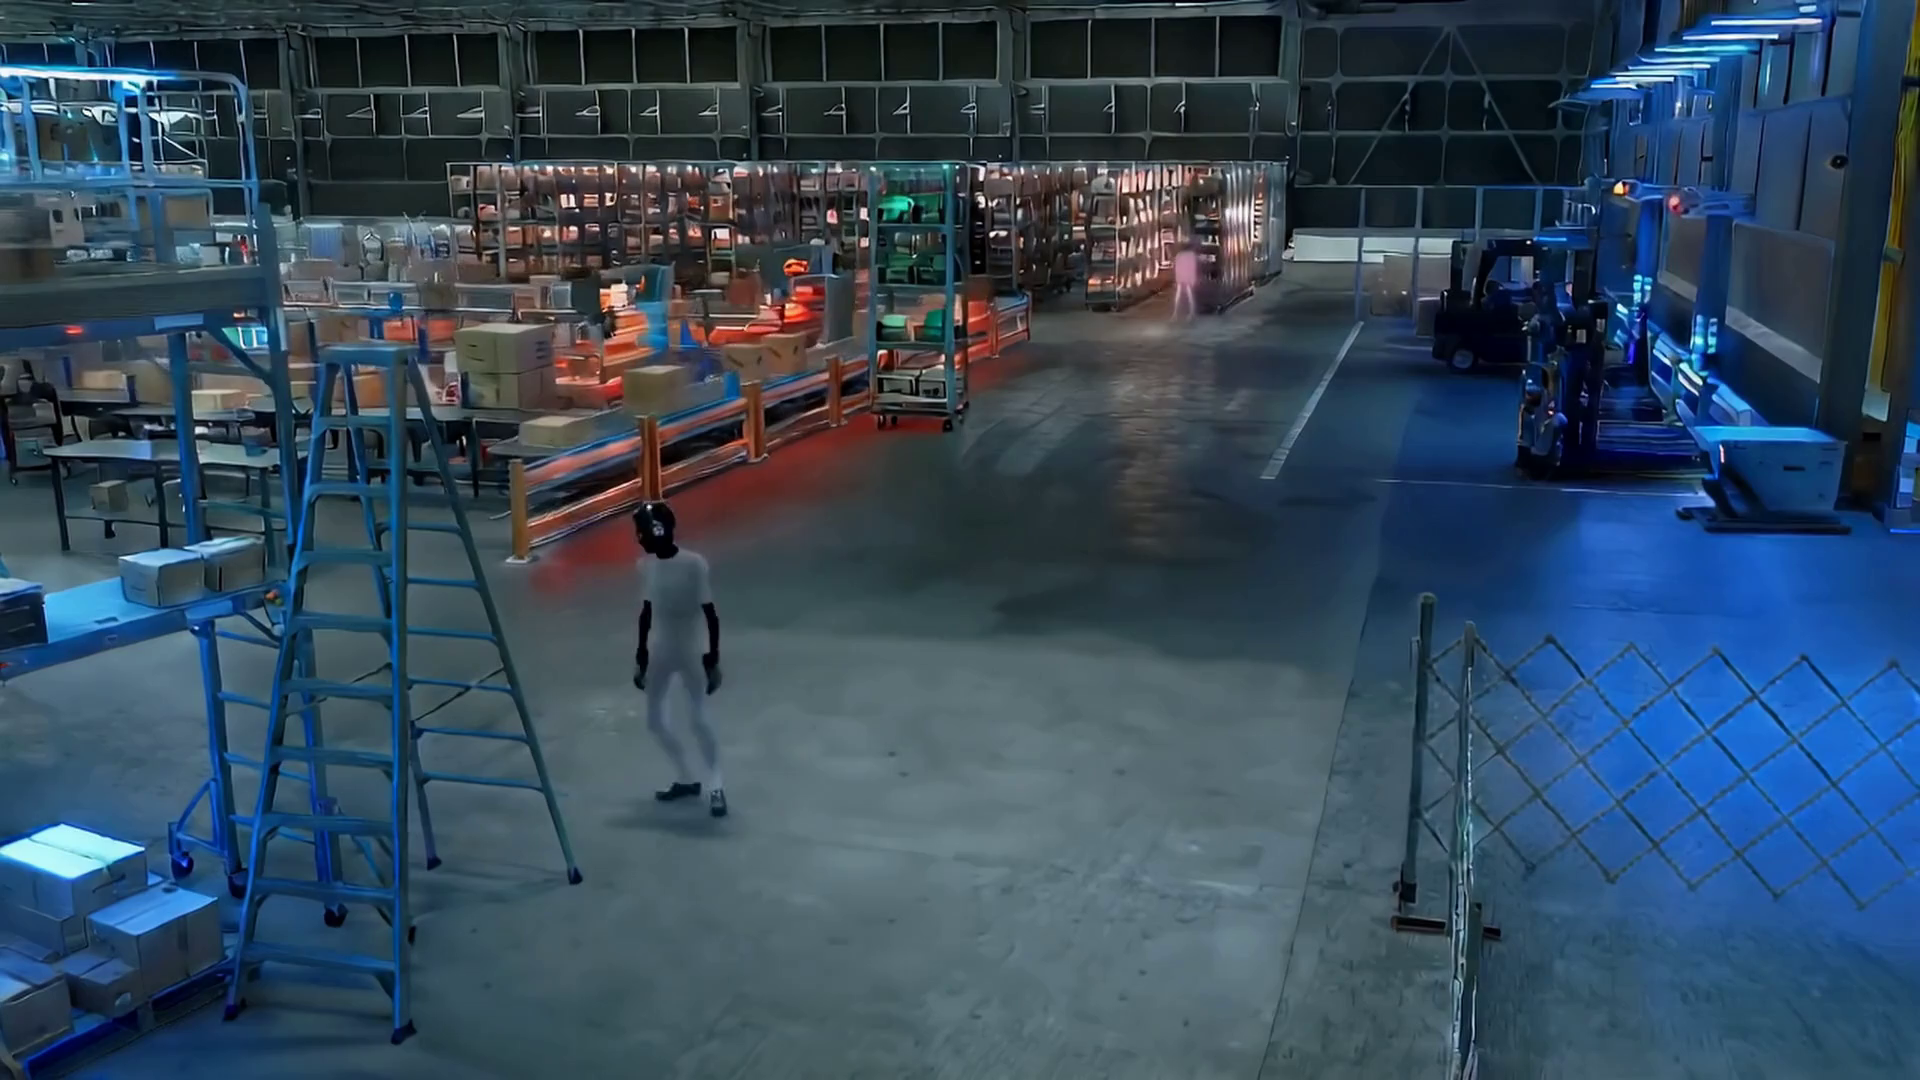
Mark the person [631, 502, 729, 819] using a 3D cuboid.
[{"bbox_3d":[-1.587,0.692,9.582,0.594,1.839,0.387,8,15,31],"label":"person"}]

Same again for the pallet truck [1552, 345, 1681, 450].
[{"bbox_3d":[8.641,-1.896,21.908,1.630,1.274,0.653,4,14,16],"label":"pallet truck"}]

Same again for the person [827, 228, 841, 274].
[{"bbox_3d":[-3.575,-7.839,46.454,0.596,1.817,0.641,3,13,15],"label":"person"}]

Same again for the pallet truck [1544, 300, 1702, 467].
[{"bbox_3d":[8.263,-1.952,20.631,1.885,1.965,0.823,5,14,20],"label":"pallet truck"}]

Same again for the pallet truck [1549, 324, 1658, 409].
[{"bbox_3d":[9.824,-2.669,25.407,1.601,1.201,0.680,4,14,16],"label":"pallet truck"}]

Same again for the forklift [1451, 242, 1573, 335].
[{"bbox_3d":[10.464,-4.597,31.405,2.680,1.987,1.157,4,14,16],"label":"forklift"}]

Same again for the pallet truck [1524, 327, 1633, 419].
[{"bbox_3d":[9.065,-2.460,24.370,1.522,1.261,0.704,3,13,14],"label":"pallet truck"}]

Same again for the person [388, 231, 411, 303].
[{"bbox_3d":[-14.500,-7.076,43.090,0.563,1.847,0.389,-1,13,-5],"label":"person"}]

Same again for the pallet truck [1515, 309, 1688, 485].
[{"bbox_3d":[7.554,-1.677,19.446,1.885,1.965,0.823,3,13,14],"label":"pallet truck"}]

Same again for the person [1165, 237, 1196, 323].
[{"bbox_3d":[5.029,-5.859,37.633,0.964,1.927,0.653,-12,18,-43],"label":"person"}]

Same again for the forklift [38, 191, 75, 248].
[{"bbox_3d":[-26.479,-8.943,48.903,1.873,2.768,1.129,4,14,15],"label":"forklift"}]

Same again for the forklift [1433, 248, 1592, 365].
[{"bbox_3d":[9.780,-4.111,29.280,2.680,1.987,1.157,3,13,14],"label":"forklift"}]

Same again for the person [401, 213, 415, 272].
[{"bbox_3d":[-18.151,-9.781,54.648,0.410,1.909,0.643,0,13,0],"label":"person"}]

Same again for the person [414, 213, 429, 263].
[{"bbox_3d":[-19.147,-10.731,59.135,0.485,1.735,0.346,-9,16,-33],"label":"person"}]

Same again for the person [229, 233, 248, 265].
[{"bbox_3d":[-19.197,-7.367,44.381,0.594,1.832,0.403,7,15,26],"label":"person"}]
